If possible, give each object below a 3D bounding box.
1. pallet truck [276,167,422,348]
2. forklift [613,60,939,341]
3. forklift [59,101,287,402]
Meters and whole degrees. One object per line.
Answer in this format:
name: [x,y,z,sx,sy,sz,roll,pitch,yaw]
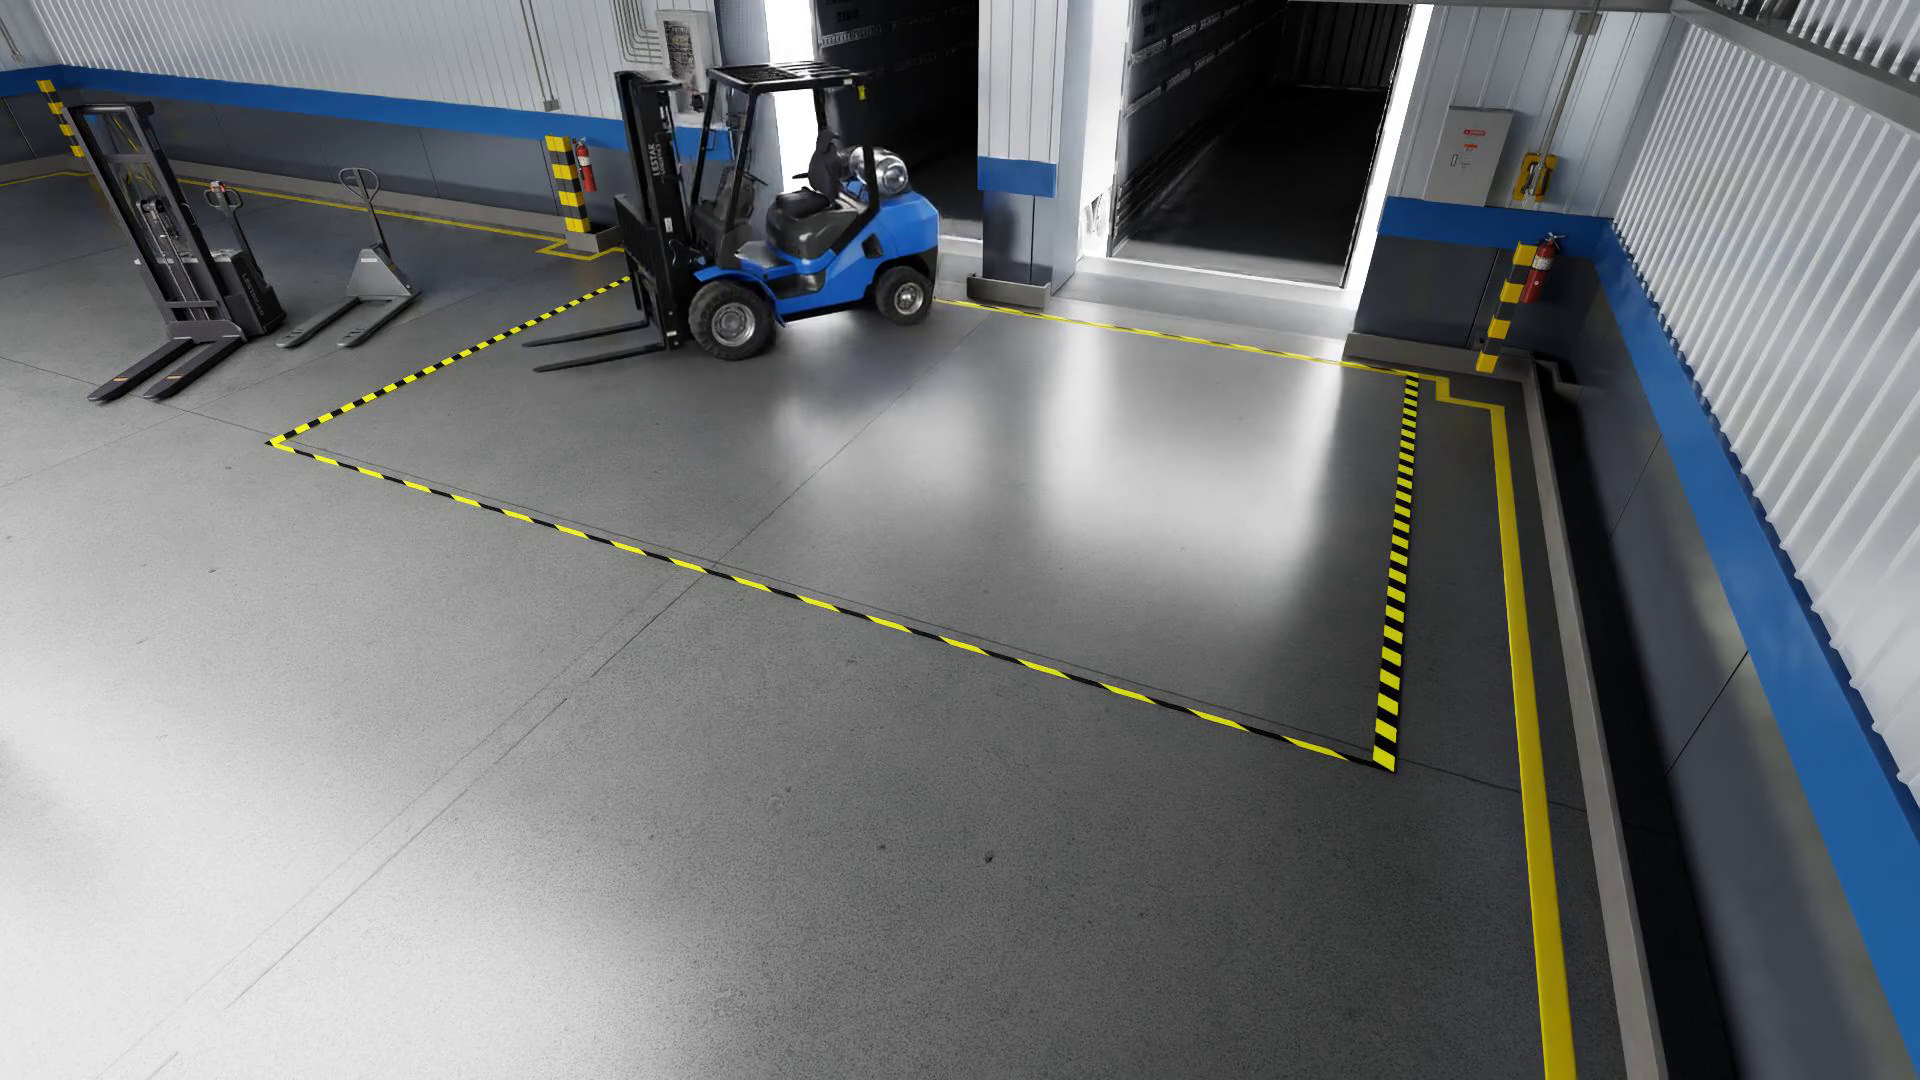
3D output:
pallet truck: [-5.732,-2.611,8.414,0.680,1.201,1.601,-1,35,-1]
forklift: [-1.547,-3.047,8.062,2.680,2.036,1.157,-18,39,-24]
forklift: [-6.686,-2.387,7.434,0.823,1.965,1.885,-3,35,-5]
